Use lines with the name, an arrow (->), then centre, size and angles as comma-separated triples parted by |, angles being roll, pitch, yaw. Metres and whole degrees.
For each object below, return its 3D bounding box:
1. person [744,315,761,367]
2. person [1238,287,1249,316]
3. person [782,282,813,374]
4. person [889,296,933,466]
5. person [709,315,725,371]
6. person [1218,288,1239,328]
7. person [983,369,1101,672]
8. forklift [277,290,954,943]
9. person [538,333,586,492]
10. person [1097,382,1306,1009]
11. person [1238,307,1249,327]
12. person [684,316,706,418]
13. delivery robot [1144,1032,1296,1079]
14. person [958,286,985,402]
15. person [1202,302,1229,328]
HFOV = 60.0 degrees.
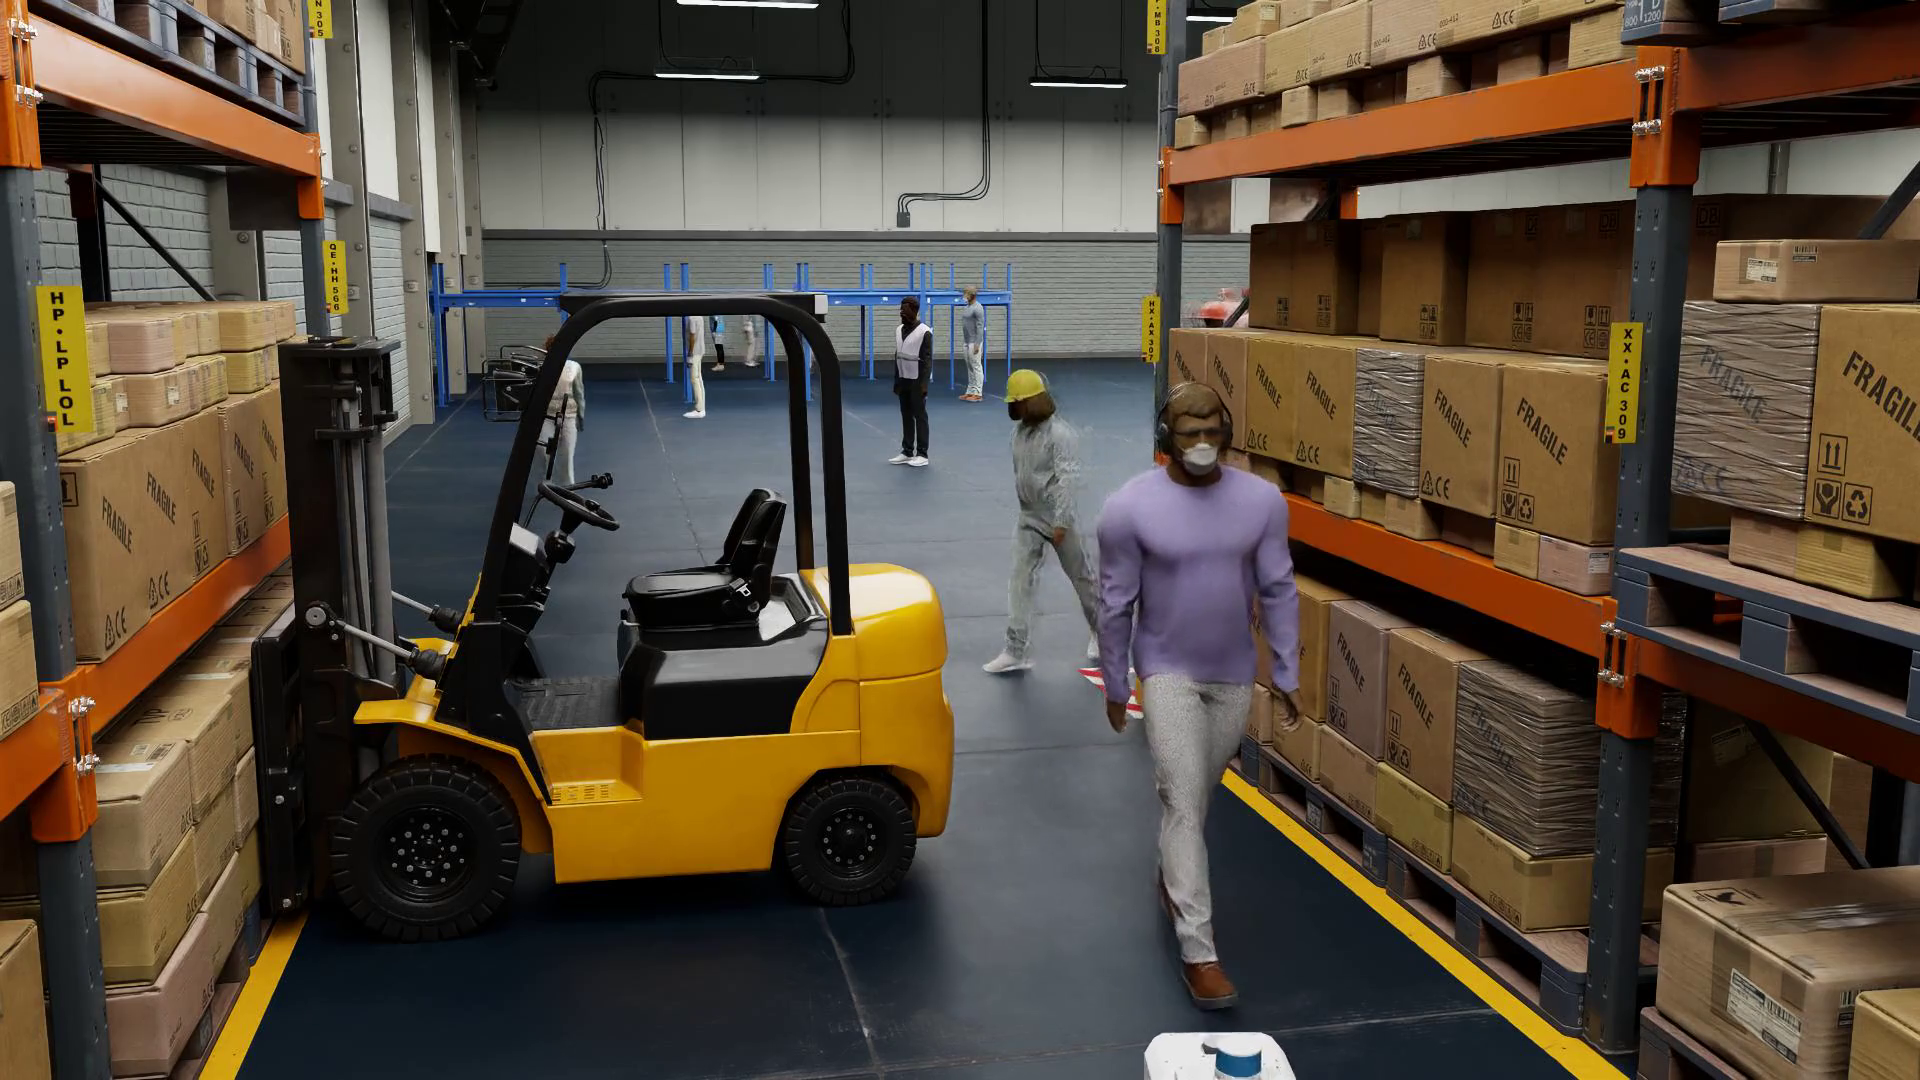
person -> -4.701, -4.740, 37.731 | 0.490, 1.609, 0.532 | 0, 9, 1
person -> 5.838, -4.170, 33.540 | 0.584, 1.862, 0.822 | -4, 10, -23
person -> -3.471, -4.478, 35.170 | 0.741, 1.924, 0.643 | -1, 9, -4
person -> -0.537, -1.815, 18.979 | 0.390, 1.920, 0.587 | -8, 12, -40
person -> -5.284, -4.526, 36.178 | 0.321, 1.697, 0.535 | 1, 9, 6
person -> 5.118, -3.851, 31.618 | 0.695, 1.854, 0.990 | -5, 11, -29
person -> 0.537, -0.129, 9.429 | 0.893, 1.688, 0.565 | -8, 13, -42
forklift -> -1.179, 0.175, 6.143 | 2.313, 2.155, 1.214 | -2, 10, -12
person -> -3.851, -1.165, 15.892 | 0.543, 1.625, 0.420 | -4, 10, -25
person -> 0.754, 0.430, 5.388 | 0.630, 1.897, 1.014 | -2, 10, -13
person -> 4.915, -3.256, 28.234 | 0.533, 1.765, 0.320 | -5, 11, -28
person -> -4.011, -2.779, 25.050 | 0.328, 1.865, 0.516 | 1, 9, 3
delivery robot -> 0.615, 1.347, 3.699 | 0.477, 0.478, 0.707 | 0, 9, -1
person -> 0.205, -3.300, 27.990 | 0.370, 1.934, 0.627 | -3, 10, -20
person -> 2.522, -1.368, 16.304 | 0.786, 1.907, 0.560 | 4, 10, 25
